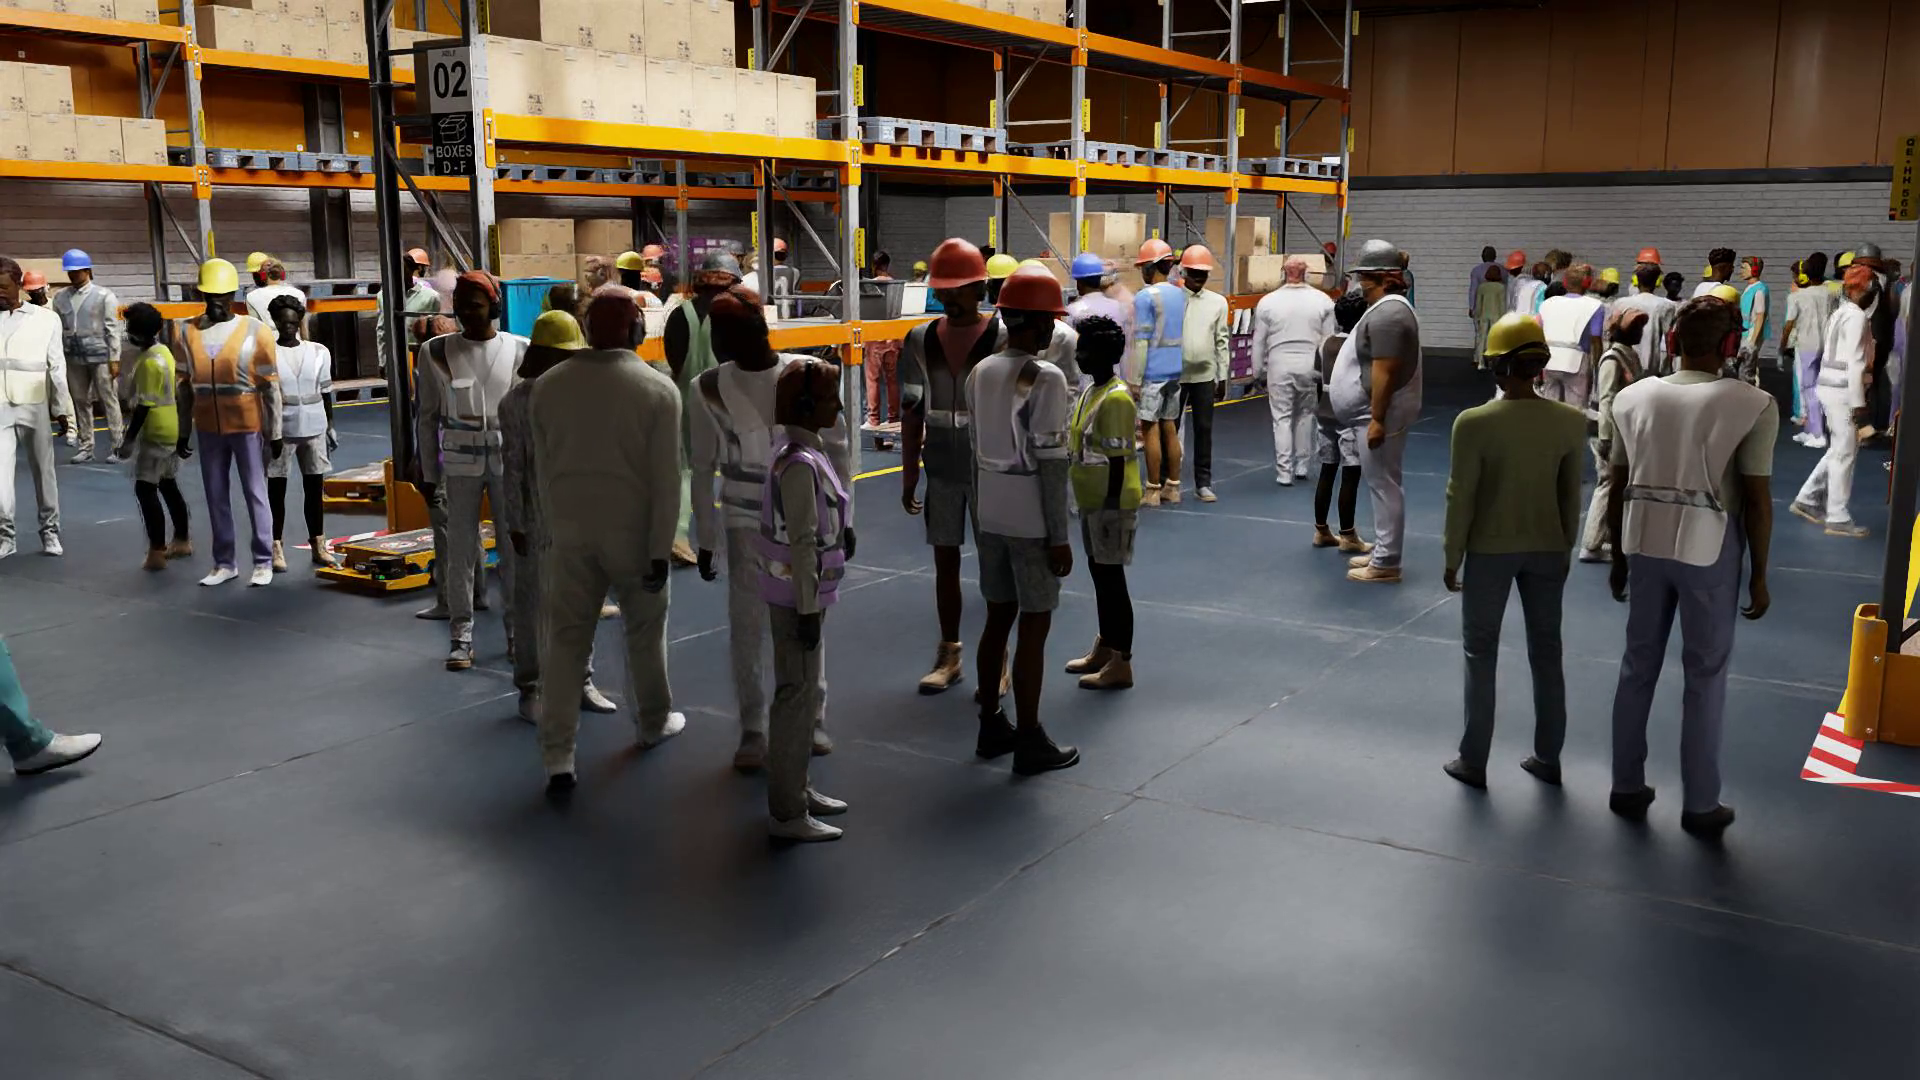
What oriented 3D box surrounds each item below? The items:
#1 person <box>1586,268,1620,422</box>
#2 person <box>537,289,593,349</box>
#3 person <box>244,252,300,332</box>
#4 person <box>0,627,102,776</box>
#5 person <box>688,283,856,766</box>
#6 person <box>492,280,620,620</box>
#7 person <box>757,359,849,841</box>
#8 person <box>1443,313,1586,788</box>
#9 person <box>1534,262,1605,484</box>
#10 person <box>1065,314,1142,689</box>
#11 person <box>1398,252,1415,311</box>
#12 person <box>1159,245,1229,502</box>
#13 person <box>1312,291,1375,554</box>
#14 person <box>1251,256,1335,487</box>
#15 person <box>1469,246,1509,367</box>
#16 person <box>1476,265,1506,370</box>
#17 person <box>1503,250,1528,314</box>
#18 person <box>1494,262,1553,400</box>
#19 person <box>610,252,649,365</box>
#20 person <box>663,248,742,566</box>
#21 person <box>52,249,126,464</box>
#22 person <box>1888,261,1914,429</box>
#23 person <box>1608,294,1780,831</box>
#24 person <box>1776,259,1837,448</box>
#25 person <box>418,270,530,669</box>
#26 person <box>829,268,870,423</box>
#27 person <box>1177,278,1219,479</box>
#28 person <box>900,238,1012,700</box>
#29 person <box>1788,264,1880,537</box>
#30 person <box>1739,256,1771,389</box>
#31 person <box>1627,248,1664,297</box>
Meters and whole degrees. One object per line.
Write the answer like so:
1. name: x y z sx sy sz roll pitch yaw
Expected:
1. person: 7.069 -2.162 18.480 0.514 1.717 0.516 1 10 6
2. person: -2.338 -0.684 10.258 0.530 1.740 0.745 7 12 34
3. person: -7.235 -2.105 17.700 0.639 1.891 0.734 2 10 12
4. person: -3.737 -0.008 6.148 0.925 1.867 0.644 -10 14 -42
5. person: -0.731 -0.059 6.459 0.628 1.858 0.406 -3 11 -14
6. person: -2.205 -0.479 8.930 0.687 1.814 0.619 0 10 2
7. person: -0.530 0.202 5.651 0.316 1.629 0.509 -1 10 -5
8. person: 2.039 0.044 6.183 0.531 1.760 0.340 -1 10 -6
9. person: 5.028 -1.376 13.804 0.380 1.841 0.592 -9 14 -41
10. person: 0.654 -0.173 7.567 0.320 1.691 0.536 -1 10 -8
11. person: 6.722 -3.449 25.295 0.351 1.842 0.507 5 11 24
12. person: 1.779 -1.269 12.824 0.616 1.986 0.408 -2 10 -9
13. person: 2.506 -0.761 10.802 0.317 1.695 0.540 -5 11 -25
14. person: 2.753 -1.413 13.880 0.673 1.881 0.784 0 10 3
15. person: 8.401 -3.708 26.490 0.630 1.932 0.365 -2 10 -8
16. person: 8.282 -3.460 25.928 0.279 1.634 0.499 -9 14 -41
17. person: 7.363 -2.872 21.977 0.488 1.886 0.706 2 10 13
18. person: 6.611 -2.318 19.238 0.938 1.778 0.668 -3 11 -14
19. person: -3.035 -1.677 15.281 0.582 1.919 0.398 9 14 42
20. person: -1.546 -0.862 10.409 0.699 2.000 0.962 4 11 22
21. person: -7.897 -1.647 15.039 0.606 1.939 0.410 1 10 3
22. person: 10.100 -2.067 17.665 0.355 1.834 0.524 6 12 29
23. person: 2.495 0.081 5.744 0.393 1.838 0.561 -9 13 -40
24. person: 8.364 -1.831 16.361 0.533 1.827 0.702 -2 10 -12
25. person: -2.254 -0.329 7.890 0.584 1.881 0.337 -3 11 -18
26. person: -1.136 -2.184 18.109 0.604 1.904 0.386 -4 11 -22
27. person: 1.942 -1.388 14.145 0.569 1.744 0.350 6 12 32
28. person: 0.011 -0.301 7.348 0.611 2.030 0.410 4 11 21
29. person: 6.099 -0.971 11.516 0.482 1.869 0.691 5 11 25
30. person: 8.707 -2.195 18.330 0.390 1.846 0.564 2 10 11
31. person: 7.981 -2.443 19.483 0.387 1.930 0.544 6 12 31
